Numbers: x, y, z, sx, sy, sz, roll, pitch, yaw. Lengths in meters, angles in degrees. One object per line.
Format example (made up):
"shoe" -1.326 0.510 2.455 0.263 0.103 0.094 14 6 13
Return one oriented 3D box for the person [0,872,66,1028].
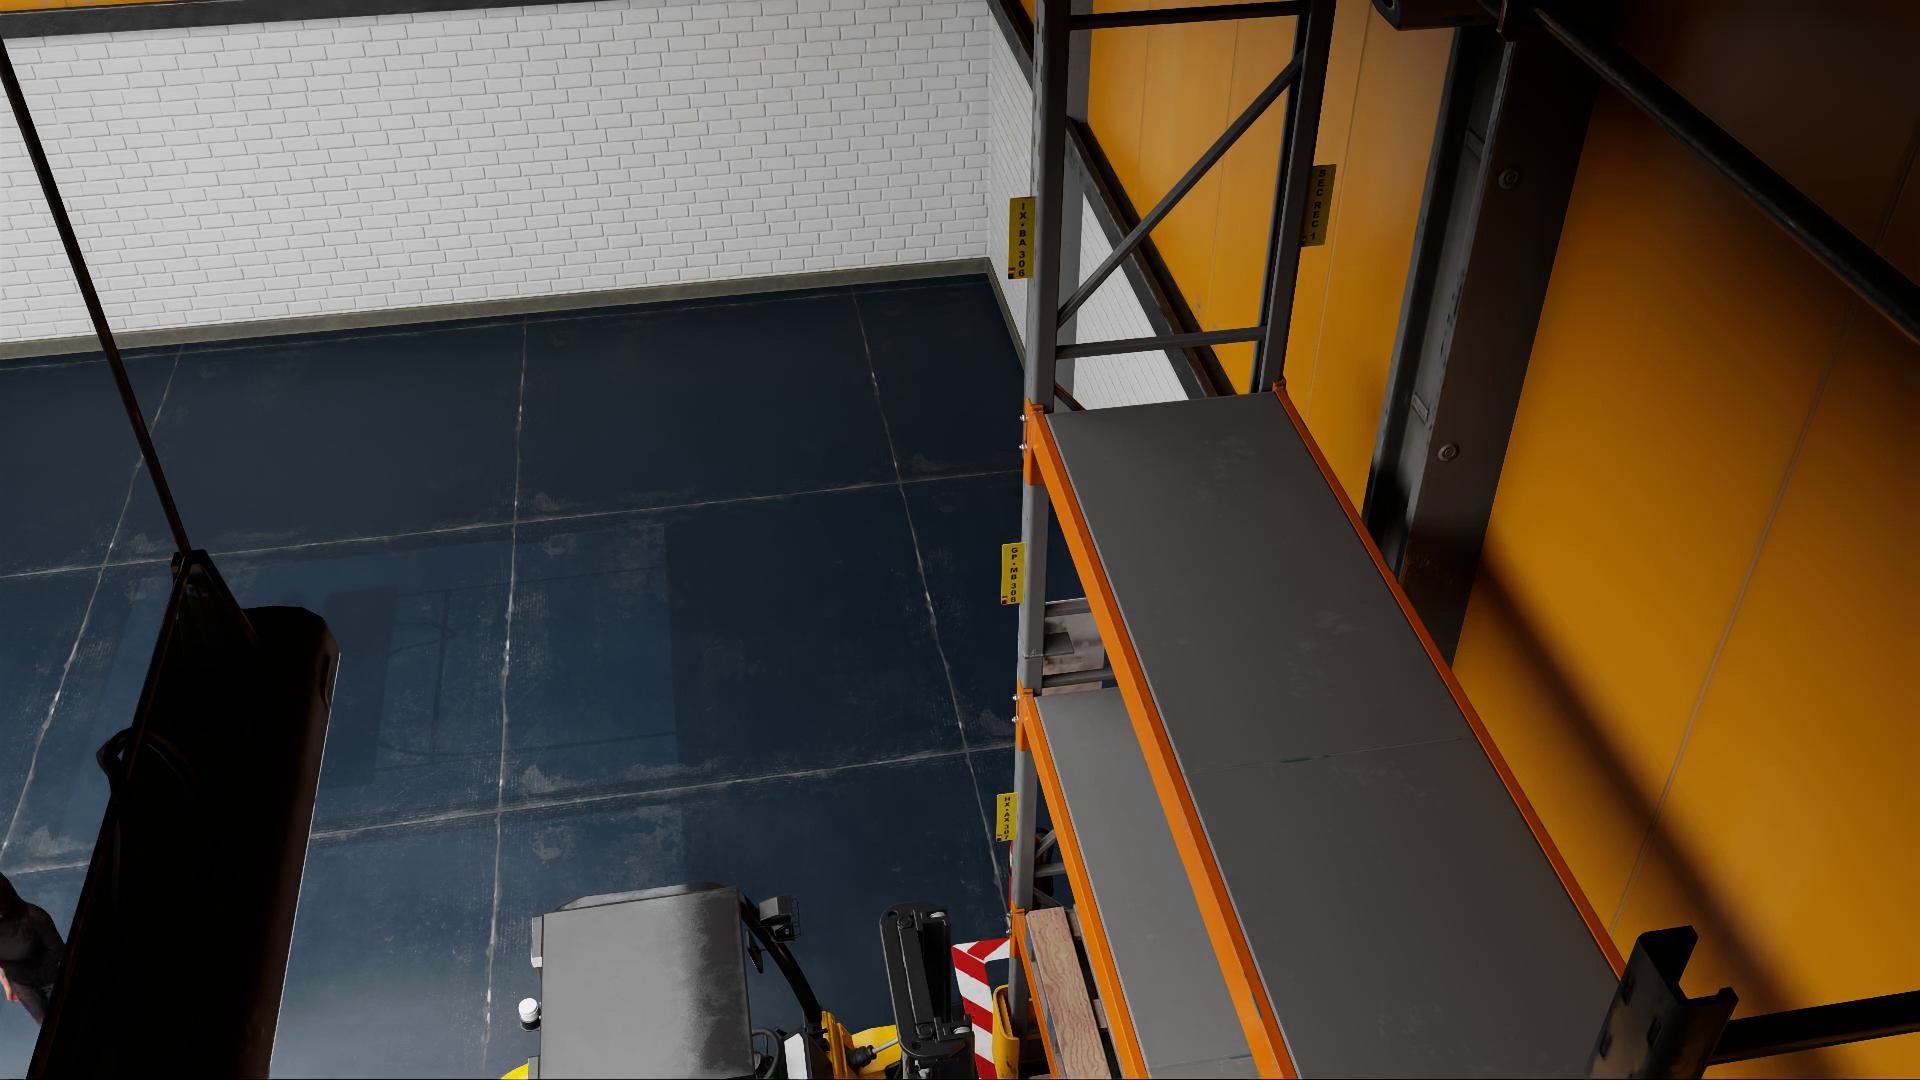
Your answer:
"person" -4.698 2.193 8.585 0.655 1.631 0.857 1 39 1
